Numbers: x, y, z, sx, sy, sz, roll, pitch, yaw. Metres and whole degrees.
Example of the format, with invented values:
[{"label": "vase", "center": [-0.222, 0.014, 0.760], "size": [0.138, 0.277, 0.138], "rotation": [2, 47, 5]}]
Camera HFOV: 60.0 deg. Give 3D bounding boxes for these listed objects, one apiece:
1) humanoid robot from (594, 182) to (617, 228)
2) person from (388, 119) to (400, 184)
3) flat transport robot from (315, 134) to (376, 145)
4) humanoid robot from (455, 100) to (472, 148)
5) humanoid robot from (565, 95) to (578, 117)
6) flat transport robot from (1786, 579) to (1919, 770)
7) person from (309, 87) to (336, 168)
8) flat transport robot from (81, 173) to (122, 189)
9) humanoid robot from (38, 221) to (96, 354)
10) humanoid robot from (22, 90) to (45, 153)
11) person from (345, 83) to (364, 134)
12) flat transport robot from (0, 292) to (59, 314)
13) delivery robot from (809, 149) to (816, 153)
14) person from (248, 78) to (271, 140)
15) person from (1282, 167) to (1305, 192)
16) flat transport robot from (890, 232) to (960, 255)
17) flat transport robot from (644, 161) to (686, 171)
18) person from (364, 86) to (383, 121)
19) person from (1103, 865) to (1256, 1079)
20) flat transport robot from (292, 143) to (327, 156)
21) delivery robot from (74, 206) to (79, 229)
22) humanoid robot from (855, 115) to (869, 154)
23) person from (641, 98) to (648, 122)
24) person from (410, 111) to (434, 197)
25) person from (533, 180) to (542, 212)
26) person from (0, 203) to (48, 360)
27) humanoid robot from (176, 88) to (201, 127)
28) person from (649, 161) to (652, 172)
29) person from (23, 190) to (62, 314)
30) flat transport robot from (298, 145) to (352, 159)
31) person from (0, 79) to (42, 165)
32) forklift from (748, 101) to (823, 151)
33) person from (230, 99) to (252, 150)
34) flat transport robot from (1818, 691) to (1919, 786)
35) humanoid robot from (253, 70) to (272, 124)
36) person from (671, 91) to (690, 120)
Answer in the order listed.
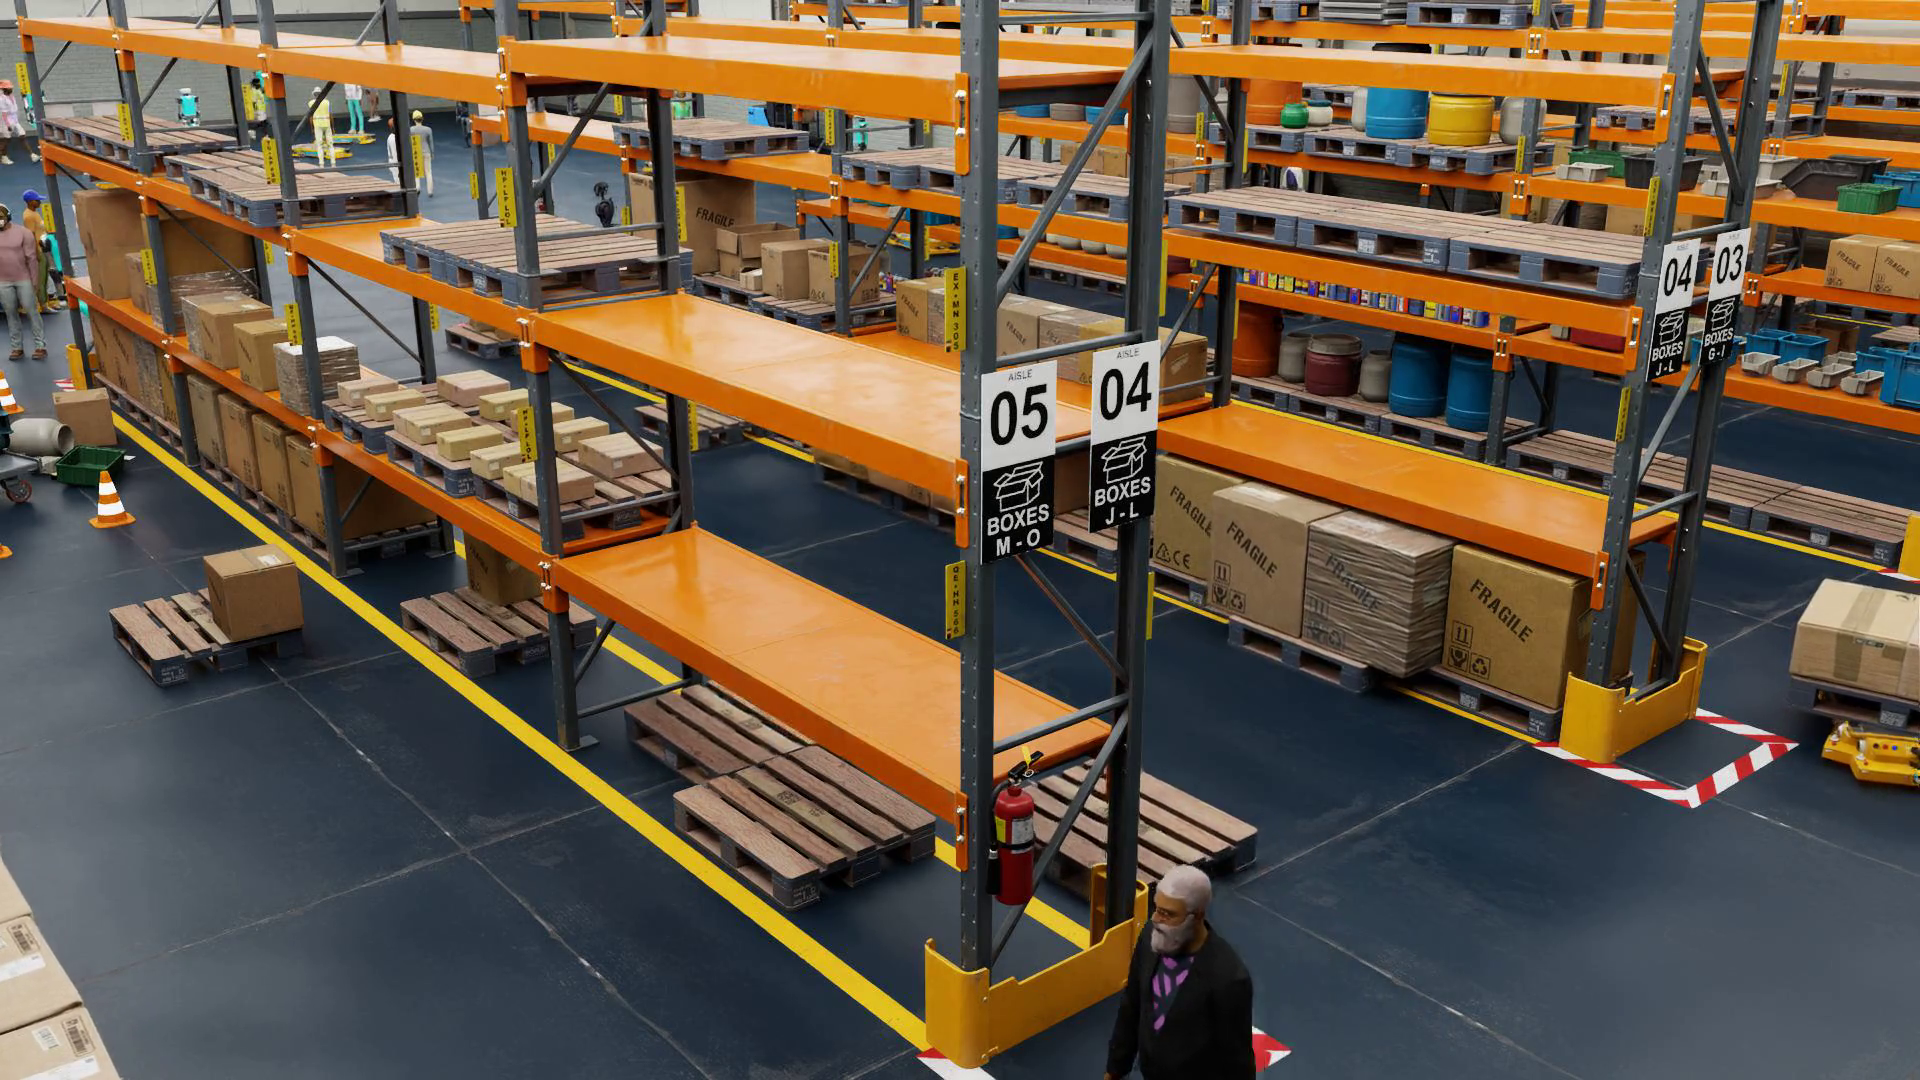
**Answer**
[{"label": "humanoid robot", "center": [-5.229, -4.451, 24.528], "size": [0.750, 1.632, 0.596], "rotation": [-6, 20, -16]}, {"label": "person", "center": [-10.581, -6.988, 31.391], "size": [0.353, 1.882, 0.578], "rotation": [-6, 20, -17]}, {"label": "flat transport robot", "center": [-16.381, -10.683, 44.339], "size": [1.431, 0.231, 0.659], "rotation": [-2, 19, -6]}, {"label": "humanoid robot", "center": [-12.835, -11.003, 43.125], "size": [0.608, 1.643, 0.335], "rotation": [8, 21, 23]}, {"label": "humanoid robot", "center": [-10.480, -11.548, 44.697], "size": [0.651, 1.636, 0.584], "rotation": [-5, 20, -15]}, {"label": "flat transport robot", "center": [6.016, 1.147, 10.673], "size": [0.659, 0.231, 1.431], "rotation": [13, 23, 33]}, {"label": "person", "center": [-14.831, -9.566, 38.717], "size": [0.522, 1.894, 0.401], "rotation": [-8, 21, -22]}, {"label": "flat transport robot", "center": [-17.859, -7.551, 35.426], "size": [0.659, 0.231, 1.431], "rotation": [-2, 19, -6]}, {"label": "humanoid robot", "center": [-10.728, -3.032, 20.402], "size": [0.818, 1.787, 0.534], "rotation": [-3, 20, -8]}, {"label": "humanoid robot", "center": [-23.167, -10.603, 41.954], "size": [0.994, 1.772, 0.530], "rotation": [18, 26, 42]}, {"label": "person", "center": [-17.029, -12.387, 46.708], "size": [0.488, 1.917, 0.371], "rotation": [5, 20, 15]}, {"label": "flat transport robot", "center": [-13.575, -3.329, 23.409], "size": [1.431, 0.231, 0.659], "rotation": [-1, 19, -3]}, {"label": "delivery robot", "center": [-3.695, -9.026, 39.164], "size": [0.757, 0.576, 0.499], "rotation": [18, 26, 41]}, {"label": "person", "center": [-18.861, -11.566, 44.715], "size": [0.507, 1.683, 0.536], "rotation": [-2, 19, -5]}, {"label": "person", "center": [5.437, -5.500, 27.240], "size": [0.422, 1.824, 0.597], "rotation": [7, 21, 20]}, {"label": "flat transport robot", "center": [-0.598, -5.055, 28.323], "size": [0.659, 0.231, 1.431], "rotation": [-10, 22, -26]}, {"label": "flat transport robot", "center": [-6.551, -8.674, 38.622], "size": [1.431, 0.231, 0.659], "rotation": [4, 20, 12]}, {"label": "person", "center": [-17.701, -13.607, 50.282], "size": [0.676, 1.855, 0.505], "rotation": [-18, 26, -41]}, {"label": "person", "center": [0.720, 1.987, 5.960], "size": [0.984, 1.796, 0.557], "rotation": [-11, 22, -29]}, {"label": "flat transport robot", "center": [-16.498, -9.813, 41.863], "size": [0.659, 0.231, 1.431], "rotation": [9, 21, 24]}, {"label": "delivery robot", "center": [-15.861, -6.008, 30.610], "size": [0.789, 0.598, 0.499], "rotation": [-4, 20, -12]}, {"label": "humanoid robot", "center": [-2.291, -7.831, 34.041], "size": [0.964, 1.771, 0.532], "rotation": [-1, 19, -3]}, {"label": "person", "center": [-8.362, -11.815, 45.145], "size": [0.562, 1.869, 0.763], "rotation": [-4, 20, -10]}, {"label": "person", "center": [-11.164, -7.997, 34.484], "size": [0.531, 1.734, 0.481], "rotation": [-10, 22, -27]}, {"label": "person", "center": [-6.454, -4.795, 25.067], "size": [0.605, 1.943, 0.780], "rotation": [10, 21, 25]}, {"label": "person", "center": [-11.648, -3.180, 20.493], "size": [0.620, 1.932, 0.369], "rotation": [-4, 20, -10]}, {"label": "humanoid robot", "center": [-18.718, -10.021, 40.279], "size": [0.856, 1.790, 0.544], "rotation": [15, 24, 36]}, {"label": "person", "center": [-6.044, -7.552, 33.206], "size": [0.333, 1.742, 0.471], "rotation": [8, 21, 22]}, {"label": "person", "center": [-12.793, -4.016, 23.179], "size": [0.359, 1.717, 0.460], "rotation": [-6, 20, -17]}, {"label": "flat transport robot", "center": [-15.890, -9.645, 41.385], "size": [1.431, 0.231, 0.659], "rotation": [11, 22, 28]}, {"label": "person", "center": [-22.563, -9.957, 39.667], "size": [1.082, 1.982, 0.627], "rotation": [2, 19, 5]}, {"label": "forklift", "center": [-4.526, -11.368, 42.374], "size": [1.129, 2.768, 1.873], "rotation": [-15, 24, -37]}, {"label": "person", "center": [-18.152, -10.684, 41.959], "size": [0.392, 1.848, 0.778], "rotation": [-1, 19, -3]}, {"label": "flat transport robot", "center": [5.923, 1.177, 10.587], "size": [0.659, 0.231, 1.431], "rotation": [5, 20, 15]}, {"label": "humanoid robot", "center": [-20.269, -13.048, 48.978], "size": [0.536, 1.879, 0.826], "rotation": [15, 25, 37]}, {"label": "person", "center": [-6.399, -9.425, 38.186], "size": [0.488, 1.977, 0.383], "rotation": [-16, 25, -38]}]
